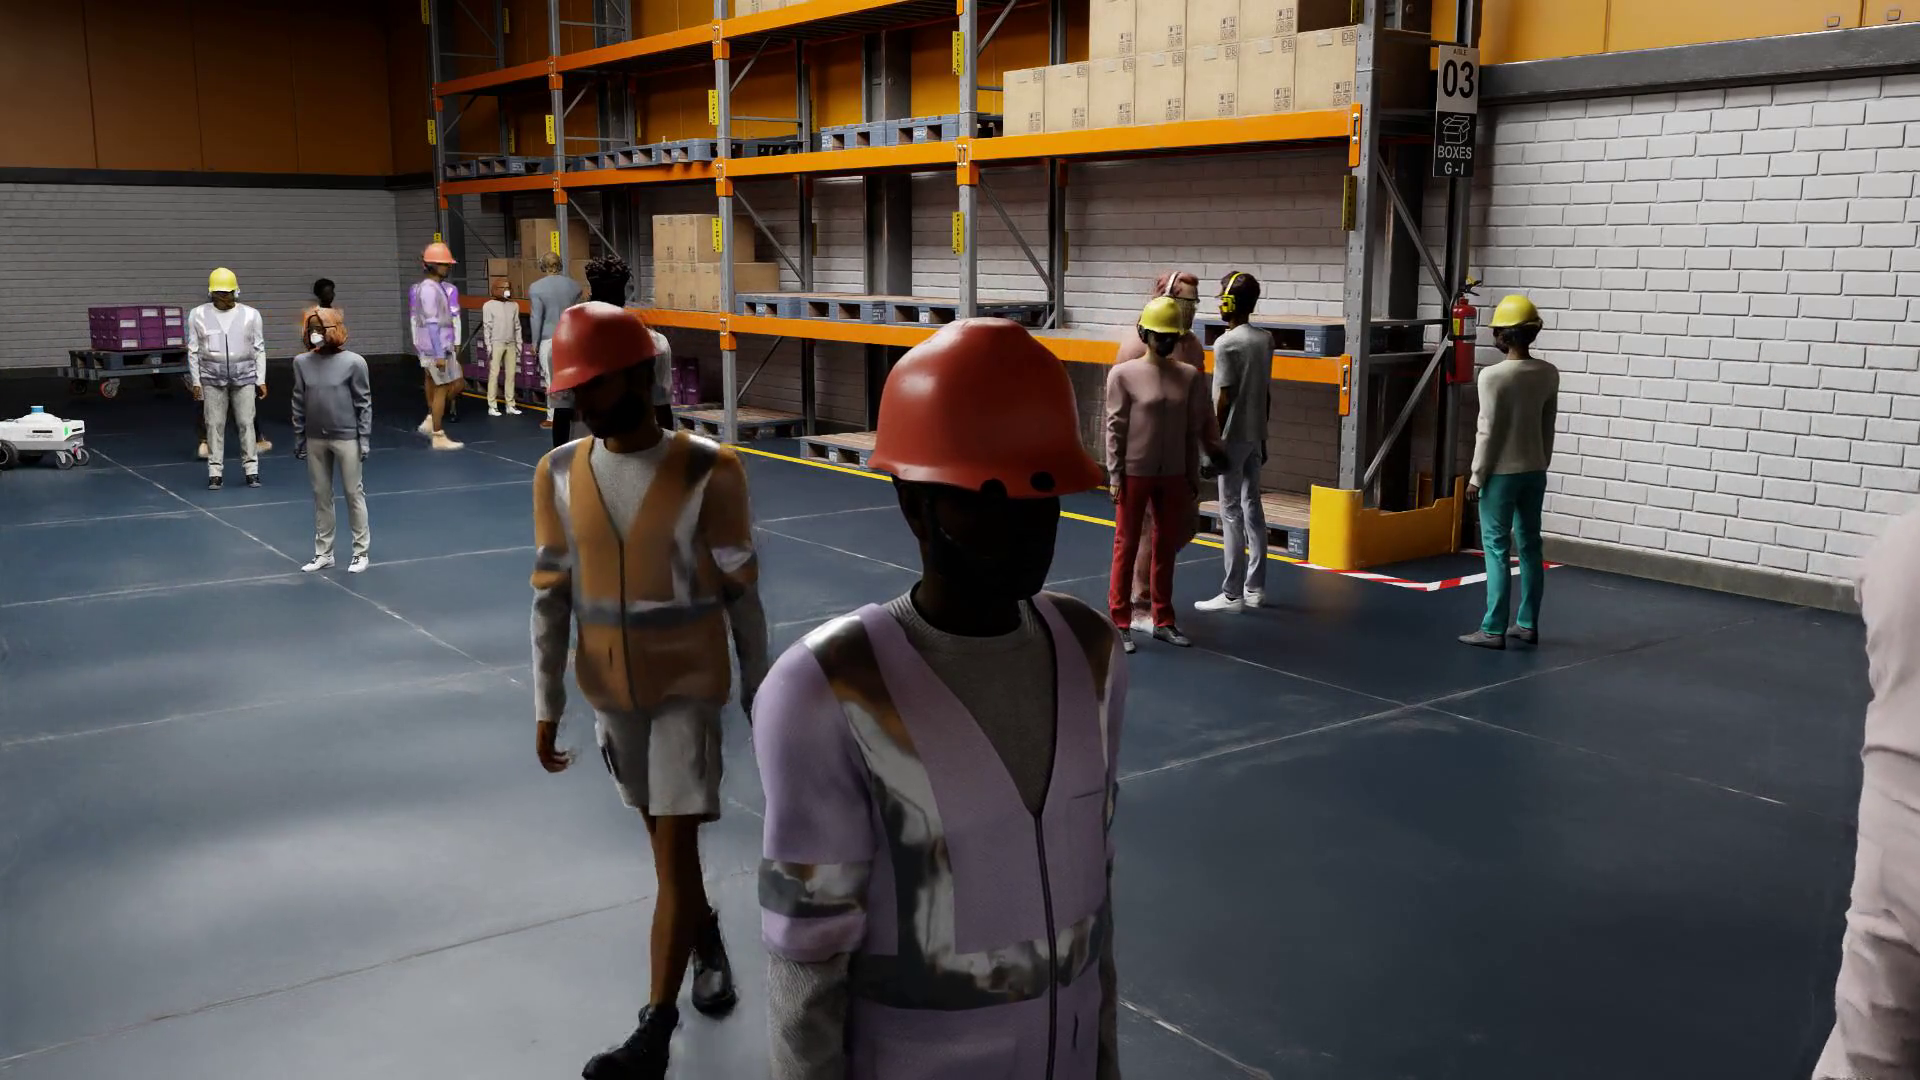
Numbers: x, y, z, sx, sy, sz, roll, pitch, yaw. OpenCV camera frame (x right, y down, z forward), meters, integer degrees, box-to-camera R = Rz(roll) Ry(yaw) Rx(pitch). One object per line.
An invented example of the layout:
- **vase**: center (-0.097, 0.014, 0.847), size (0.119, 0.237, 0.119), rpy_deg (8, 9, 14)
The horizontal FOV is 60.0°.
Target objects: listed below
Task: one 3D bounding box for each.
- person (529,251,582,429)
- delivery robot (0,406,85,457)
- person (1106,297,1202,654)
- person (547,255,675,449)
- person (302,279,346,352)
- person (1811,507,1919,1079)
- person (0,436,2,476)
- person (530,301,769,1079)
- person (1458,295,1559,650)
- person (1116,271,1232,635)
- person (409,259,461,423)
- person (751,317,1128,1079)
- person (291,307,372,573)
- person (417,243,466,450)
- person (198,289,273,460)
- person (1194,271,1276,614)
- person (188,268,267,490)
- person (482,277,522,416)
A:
- **person**: center (-4.400, -2.168, 18.133), size (0.627, 1.935, 0.372), rpy_deg (-9, 13, -41)
- **delivery robot**: center (-8.304, -0.966, 15.001), size (0.707, 0.478, 0.477), rpy_deg (0, 10, 0)
- **person**: center (0.970, -0.321, 8.271), size (0.523, 1.764, 0.323), rpy_deg (-4, 11, -23)
- **person**: center (-1.690, -0.396, 8.116), size (0.610, 1.965, 0.363), rpy_deg (-4, 11, -21)
- **person**: center (-6.848, -1.986, 17.914), size (0.877, 1.655, 0.531), rpy_deg (7, 13, 36)
- **person**: center (1.840, 0.604, 2.818), size (0.954, 1.858, 0.644), rpy_deg (-2, 10, -14)
- **person**: center (-5.625, -0.413, 9.247), size (0.525, 1.582, 0.869), rpy_deg (-3, 11, -19)
- **person**: center (-0.774, 0.369, 4.072), size (0.568, 1.880, 0.982), rpy_deg (2, 10, 11)
- **person**: center (2.746, -0.333, 8.330), size (0.533, 1.766, 0.316), rpy_deg (-6, 12, -29)
- **person**: center (1.019, -0.461, 8.734), size (0.555, 1.881, 0.652), rpy_deg (8, 13, 39)
- **person**: center (-5.909, -2.270, 18.737), size (0.549, 1.928, 0.392), rpy_deg (-1, 10, -7)
- **person**: center (0.021, 0.700, 2.059), size (0.549, 1.937, 0.358), rpy_deg (-9, 13, -40)
- **person**: center (-3.865, -0.609, 10.239), size (0.507, 1.633, 0.277), rpy_deg (1, 10, 8)
- **person**: center (-5.051, -1.873, 16.222), size (0.425, 2.023, 0.631), rpy_deg (-2, 10, -8)
- **person**: center (-6.908, -1.585, 15.674), size (0.544, 1.646, 0.912), rpy_deg (2, 10, 14)
- **person**: center (1.512, -0.527, 9.117), size (0.327, 1.874, 0.519), rpy_deg (10, 14, 43)
- **person**: center (-6.035, -1.326, 13.730), size (0.588, 1.822, 0.403), rpy_deg (-5, 11, -25)
- **person**: center (-5.391, -2.277, 19.619), size (0.289, 1.629, 0.498), rpy_deg (9, 14, 42)
